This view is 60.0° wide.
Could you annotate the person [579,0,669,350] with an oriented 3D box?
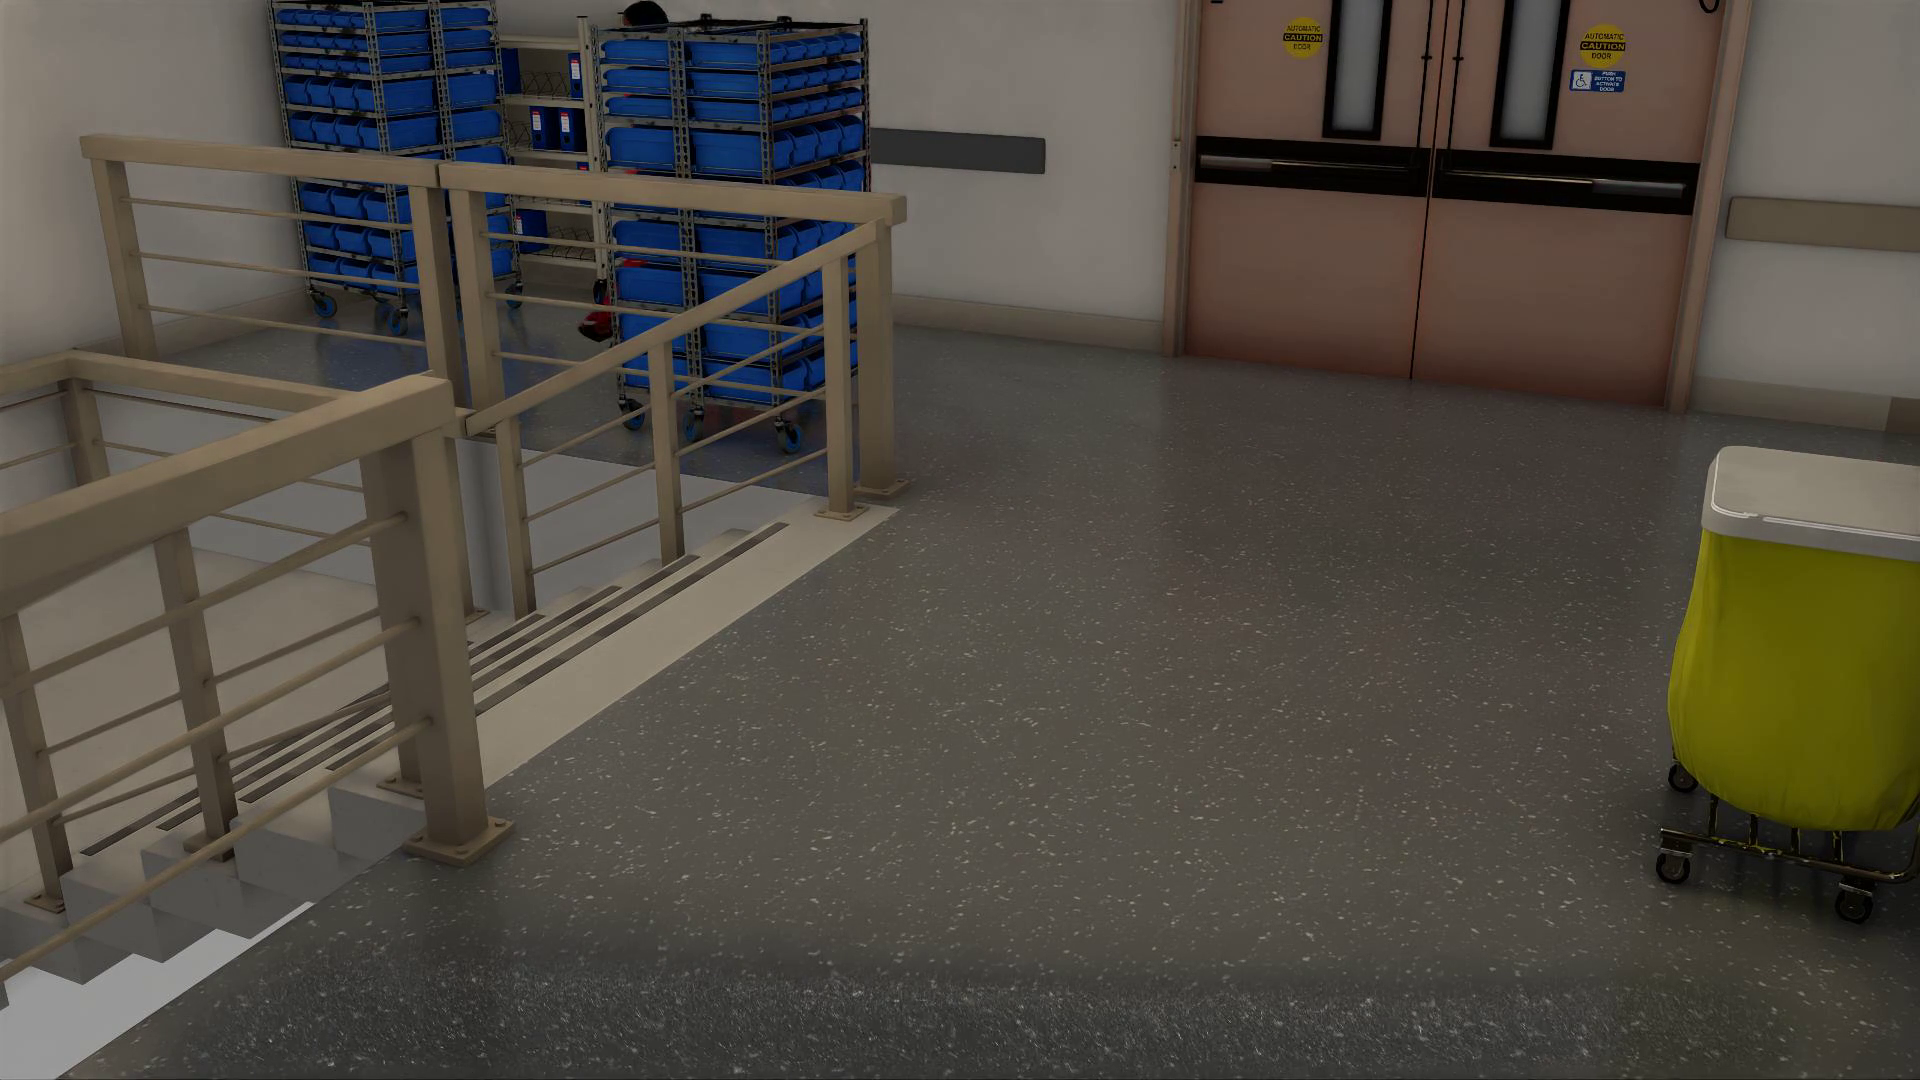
[{"bbox_3d":[-1.361,-1.706,8.215,1.241,1.732,0.951,0,21,1],"label":"person"}]
